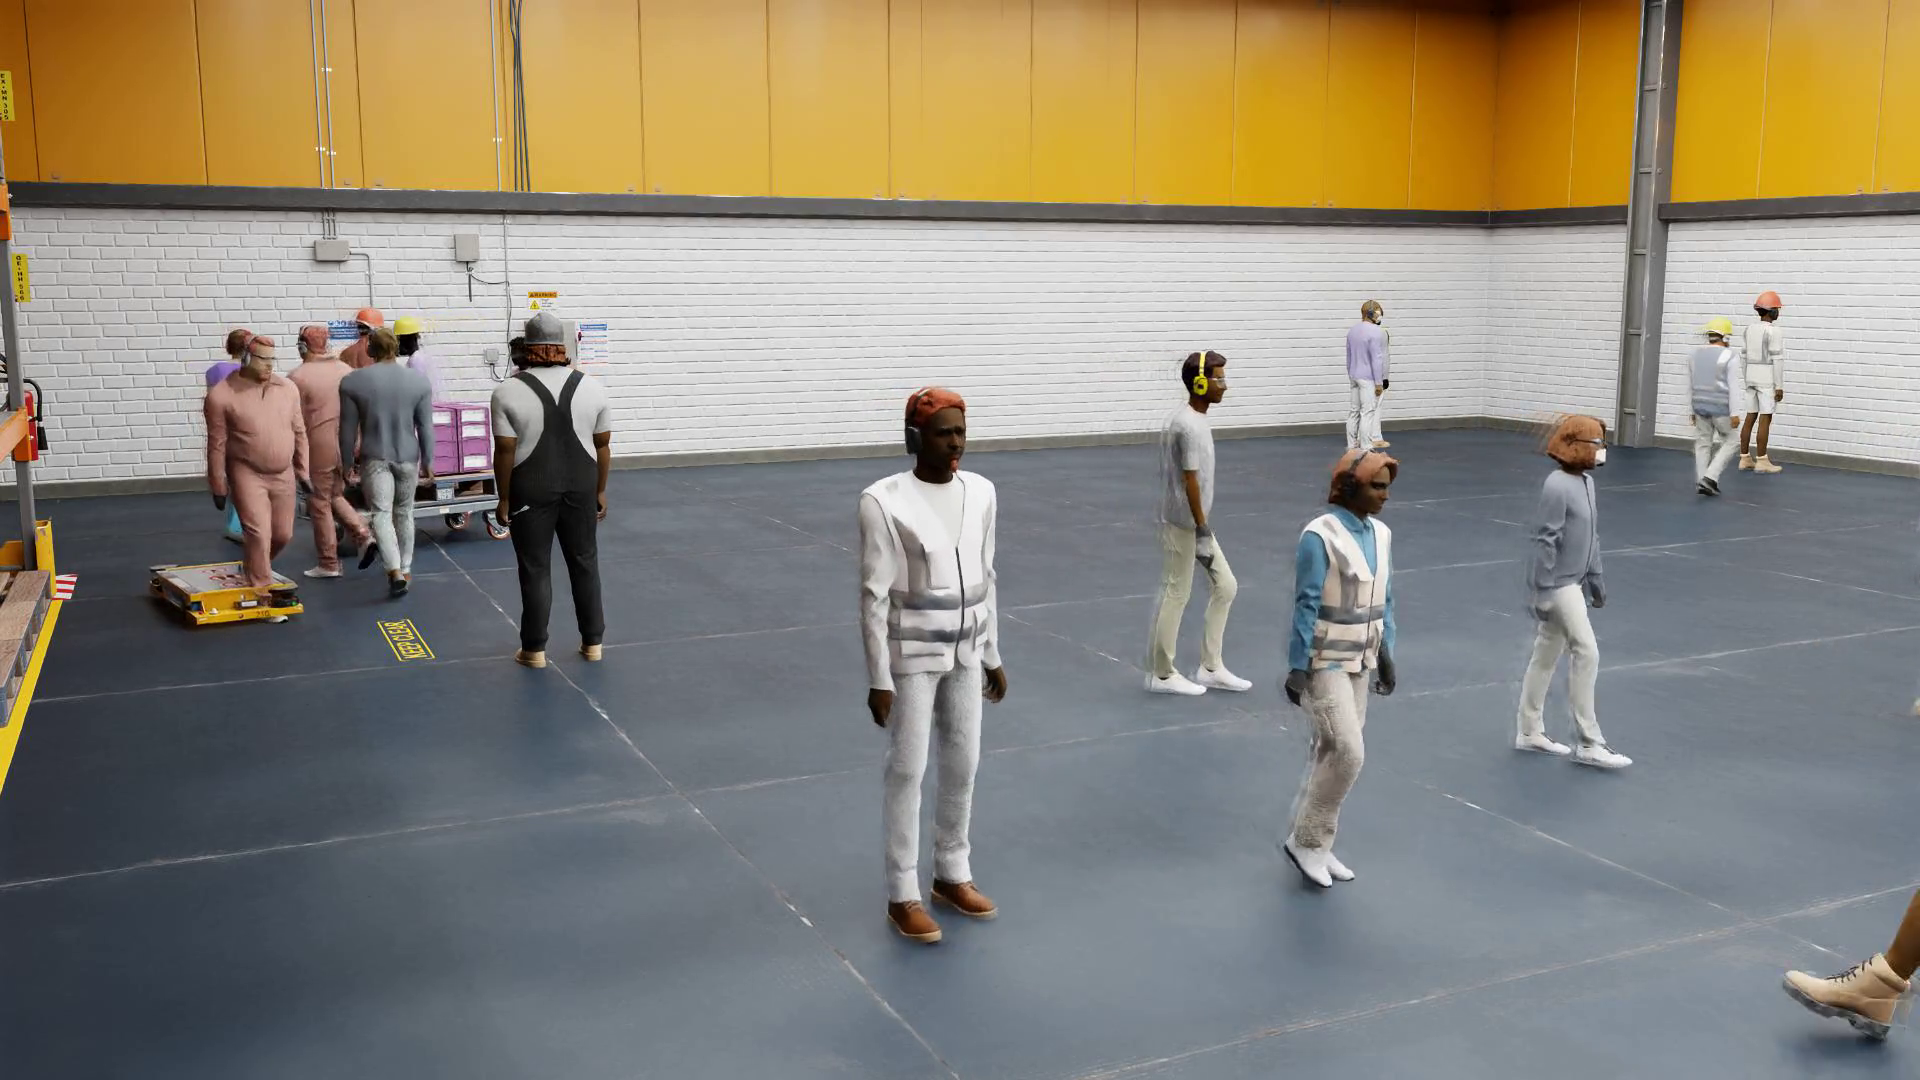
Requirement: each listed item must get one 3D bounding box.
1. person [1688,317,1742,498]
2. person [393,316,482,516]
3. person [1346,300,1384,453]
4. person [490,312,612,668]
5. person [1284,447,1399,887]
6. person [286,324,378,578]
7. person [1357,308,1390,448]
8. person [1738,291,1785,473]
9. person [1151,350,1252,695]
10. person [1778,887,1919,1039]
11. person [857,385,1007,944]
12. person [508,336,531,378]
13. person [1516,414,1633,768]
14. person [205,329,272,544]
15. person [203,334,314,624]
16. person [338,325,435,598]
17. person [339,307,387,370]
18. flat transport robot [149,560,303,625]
[{"bbox_3d":[7.526,-1.309,16.585,0.421,1.819,0.622,-5,10,-27],"label":"person"},{"bbox_3d":[-4.874,-1.103,15.205,1.012,1.868,0.622,-1,9,-6],"label":"person"},{"bbox_3d":[4.839,-1.891,19.850,0.373,1.936,0.627,-3,10,-19],"label":"person"},{"bbox_3d":[-2.377,-0.295,9.614,0.684,2.000,0.535,-5,10,-29],"label":"person"},{"bbox_3d":[1.418,0.470,6.134,0.532,1.618,0.408,-9,13,-44],"label":"person"},{"bbox_3d":[-4.679,-0.642,12.267,0.480,1.888,0.642,4,10,23],"label":"person"},{"bbox_3d":[5.324,-2.112,21.523,0.429,1.839,0.623,-6,11,-33],"label":"person"},{"bbox_3d":[9.088,-1.779,18.804,0.365,2.048,0.608,-2,9,-13],"label":"person"},{"bbox_3d":[1.327,-0.072,8.808,0.677,1.848,0.566,2,9,14],"label":"person"},{"bbox_3d":[2.864,0.527,4.628,1.003,1.998,0.633,3,10,16],"label":"person"},{"bbox_3d":[-0.088,0.414,5.699,0.584,1.881,0.352,-7,12,-39],"label":"person"},{"bbox_3d":[-4.058,-1.116,15.871,0.532,1.665,0.785,8,12,41],"label":"person"},{"bbox_3d":[2.893,0.233,7.634,0.670,1.608,0.523,6,11,33],"label":"person"},{"bbox_3d":[-6.075,-0.875,14.047,0.572,1.796,0.971,1,9,5],"label":"person"},{"bbox_3d":[-4.636,-0.423,10.945,0.801,1.872,0.637,7,11,36],"label":"person"},{"bbox_3d":[-4.008,-0.552,11.688,0.638,1.906,0.955,-4,10,-25],"label":"person"},{"bbox_3d":[-5.491,-1.175,15.368,0.586,1.951,0.963,5,10,29],"label":"person"},{"bbox_3d":[-4.960,0.333,11.194,0.652,0.197,1.431,-7,11,-36],"label":"flat transport robot"}]
